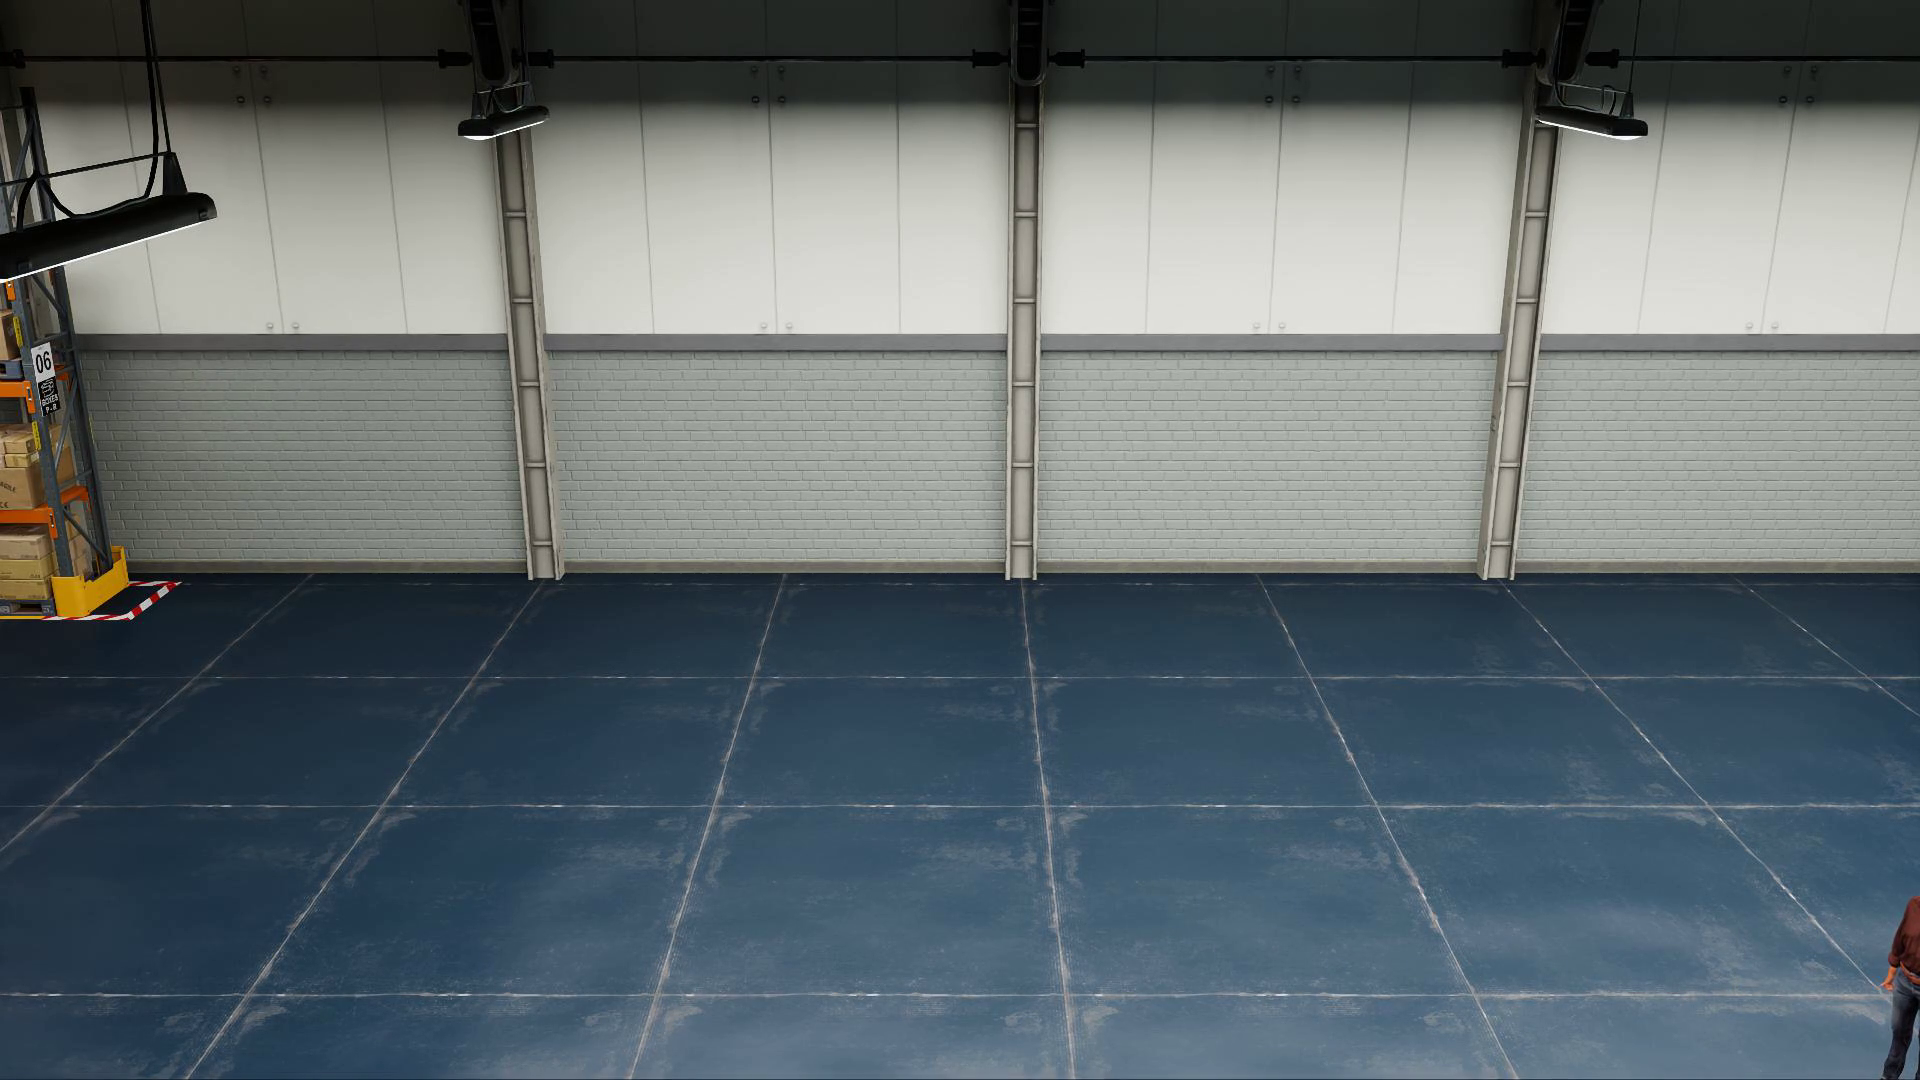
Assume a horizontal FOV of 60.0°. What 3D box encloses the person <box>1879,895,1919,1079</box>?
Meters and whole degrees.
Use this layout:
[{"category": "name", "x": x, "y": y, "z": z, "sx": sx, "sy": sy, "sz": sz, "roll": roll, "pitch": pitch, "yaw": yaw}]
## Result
[{"category": "person", "x": 6.223, "y": 2.872, "z": 10.724, "sx": 0.681, "sy": 1.782, "sz": 0.714, "roll": -8, "pitch": 20, "yaw": -23}]
